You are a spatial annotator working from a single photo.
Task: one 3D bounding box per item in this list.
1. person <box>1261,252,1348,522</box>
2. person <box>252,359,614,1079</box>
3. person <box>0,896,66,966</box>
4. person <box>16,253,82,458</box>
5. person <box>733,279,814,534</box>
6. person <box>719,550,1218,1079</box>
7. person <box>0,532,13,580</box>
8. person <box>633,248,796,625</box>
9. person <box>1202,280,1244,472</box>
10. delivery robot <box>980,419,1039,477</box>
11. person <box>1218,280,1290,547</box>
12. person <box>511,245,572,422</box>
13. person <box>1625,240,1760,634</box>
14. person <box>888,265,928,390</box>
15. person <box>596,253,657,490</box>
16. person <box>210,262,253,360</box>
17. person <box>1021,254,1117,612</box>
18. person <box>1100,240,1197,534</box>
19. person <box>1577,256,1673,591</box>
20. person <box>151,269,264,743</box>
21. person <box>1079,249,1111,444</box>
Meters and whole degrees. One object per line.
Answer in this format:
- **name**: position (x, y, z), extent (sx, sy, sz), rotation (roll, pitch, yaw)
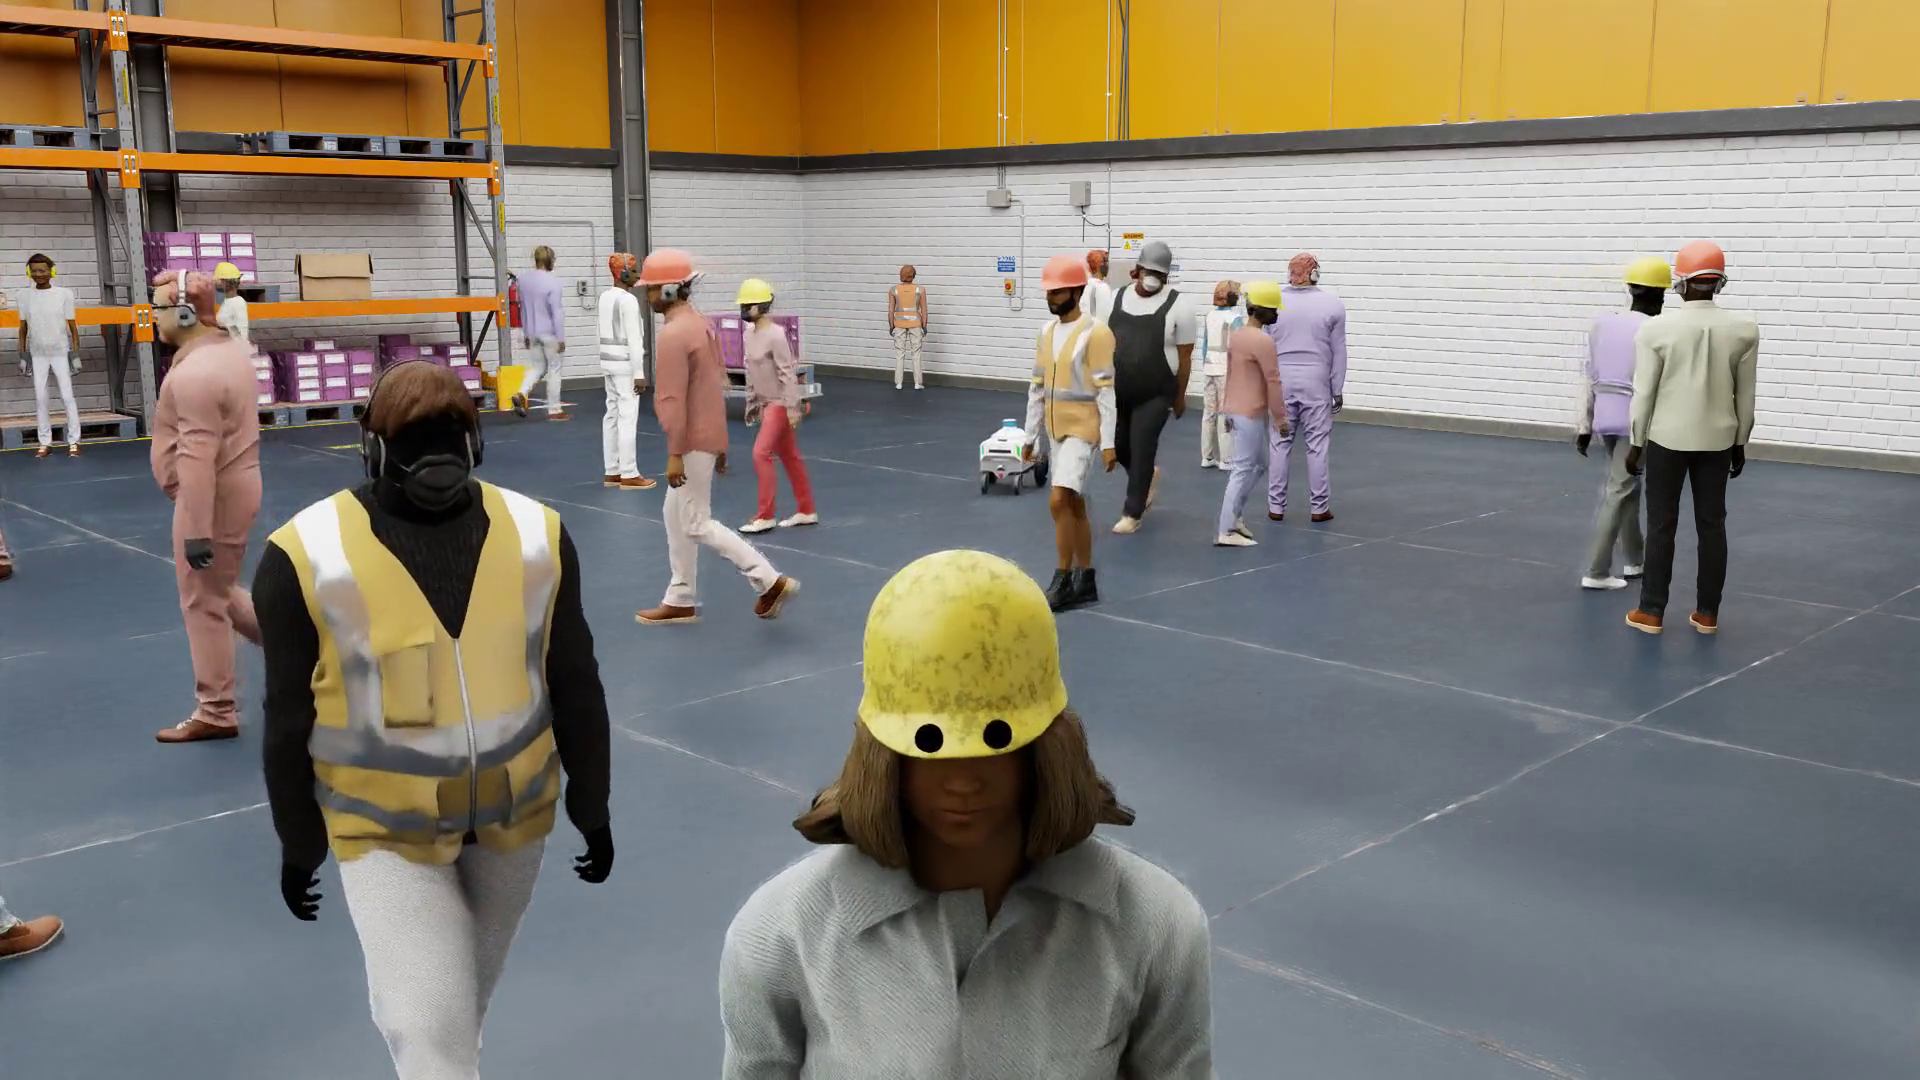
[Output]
- **person**: position (2.412, -1.073, 11.786), extent (0.640, 1.901, 0.401), rotation (4, 11, 19)
- **person**: position (-1.024, 0.534, 3.307), extent (0.639, 1.801, 0.944), rotation (-7, 13, -34)
- **person**: position (-2.919, 0.305, 4.259), extent (0.630, 1.908, 0.943), rotation (6, 12, 30)
- **person**: position (-8.314, -1.679, 15.198), extent (0.515, 1.862, 0.328), rotation (-3, 11, -14)
- **person**: position (-1.313, -0.911, 11.369), extent (0.734, 1.717, 0.527), rotation (-5, 12, -26)
- **person**: position (0.020, 0.867, 1.643), extent (0.505, 1.739, 0.365), rotation (-1, 10, -7)
- **person**: position (-5.845, -0.599, 9.325), extent (0.659, 1.860, 0.980), rotation (4, 11, 21)
- **person**: position (-1.266, -0.502, 8.509), extent (0.789, 1.964, 0.626), rotation (0, 10, 1)
- **person**: position (2.266, -1.412, 14.334), extent (0.315, 1.640, 0.514), rotation (-5, 12, -27)
- **delivery robot**: position (0.400, -0.721, 13.276), extent (0.477, 0.478, 0.707), rotation (3, 11, 15)
- **person**: position (1.879, -0.803, 10.764), extent (0.461, 1.738, 0.531), rotation (-2, 11, -13)
- **person**: position (-4.519, -2.210, 17.923), extent (0.640, 1.918, 0.619), rotation (7, 13, 34)
- **person**: position (3.694, -0.508, 8.435), extent (0.612, 1.997, 0.375), rotation (1, 10, 4)
- **person**: position (-0.680, -2.778, 21.786), extent (0.522, 1.640, 0.305), rotation (1, 10, 4)
- **person**: position (-2.695, -1.344, 13.302), extent (0.342, 1.882, 0.579), rotation (-8, 13, -37)
- **person**: position (-6.894, -1.742, 15.792), extent (0.308, 1.769, 0.524), rotation (-9, 13, -39)
- **person**: position (0.518, -0.566, 8.962), extent (0.680, 1.914, 0.580), rotation (-7, 12, -33)
- **person**: position (1.288, -1.092, 11.497), extent (0.699, 2.000, 0.810), rotation (6, 12, 31)
- **person**: position (3.921, -0.657, 9.513), extent (0.855, 1.890, 0.609), rotation (-5, 11, -25)
- **person**: position (-2.933, -0.127, 6.634), extent (0.564, 1.890, 0.668), rotation (-2, 11, -9)
- **person**: position (1.341, -1.882, 16.236), extent (0.350, 1.884, 0.583), rotation (-4, 11, -23)
